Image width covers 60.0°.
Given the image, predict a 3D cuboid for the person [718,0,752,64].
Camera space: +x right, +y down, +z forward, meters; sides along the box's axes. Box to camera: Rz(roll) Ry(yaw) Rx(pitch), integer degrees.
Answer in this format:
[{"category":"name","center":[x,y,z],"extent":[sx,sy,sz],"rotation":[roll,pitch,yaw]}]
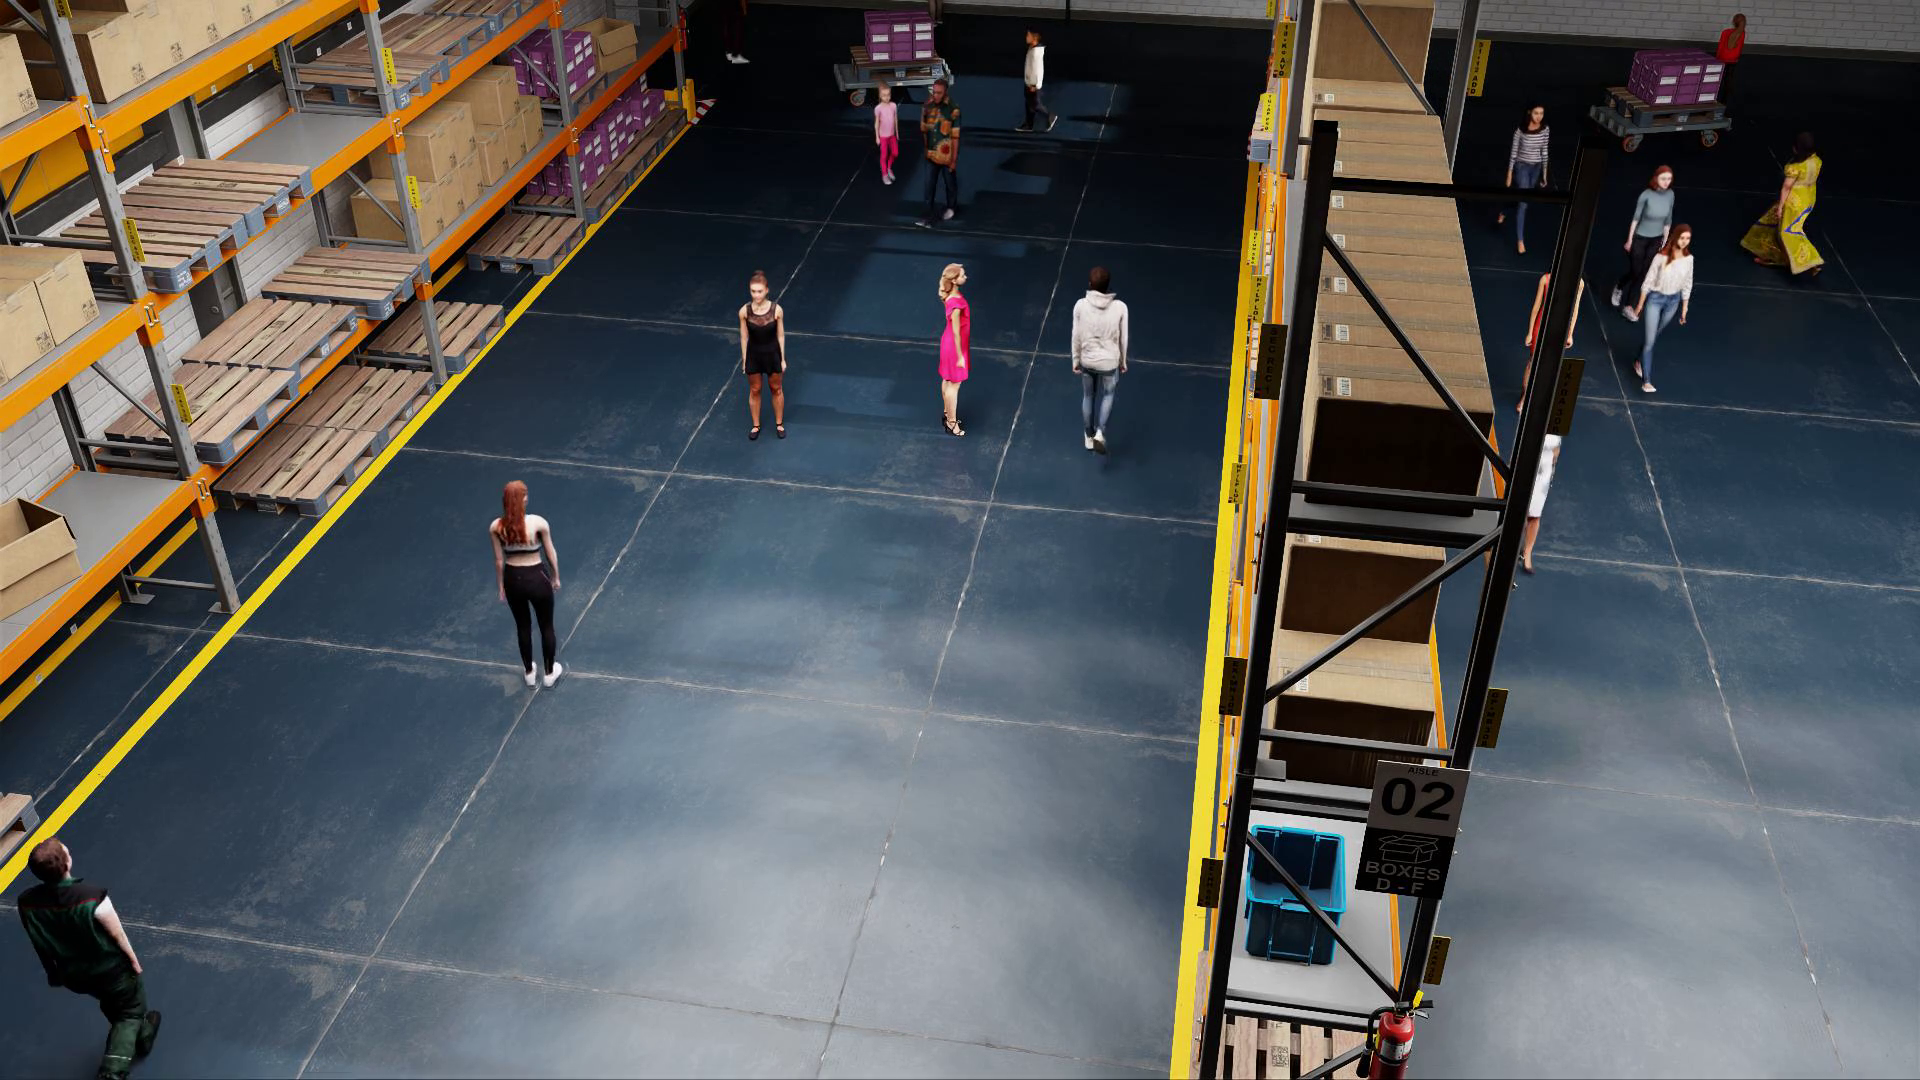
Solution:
[{"category":"person","center":[-3.506,-8.143,25.169],"extent":[0.874,1.759,0.810],"rotation":[13,36,18]}]

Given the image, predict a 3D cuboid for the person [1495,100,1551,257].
[{"category":"person","center":[6.535,-4.246,19.312],"extent":[0.896,1.754,1.191],"rotation":[-8,34,-12]}]

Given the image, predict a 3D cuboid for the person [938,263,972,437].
[{"category":"person","center":[-0.064,-1.811,15.671],"extent":[0.690,1.729,0.567],"rotation":[-4,34,-6]}]

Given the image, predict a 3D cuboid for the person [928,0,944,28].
[{"category":"person","center":[-0.436,-9.115,26.730],"extent":[0.724,1.650,0.602],"rotation":[21,39,28]}]

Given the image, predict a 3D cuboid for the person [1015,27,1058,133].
[{"category":"person","center":[1.060,-6.227,22.573],"extent":[0.784,1.441,0.811],"rotation":[-4,34,-5]}]

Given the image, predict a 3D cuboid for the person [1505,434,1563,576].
[{"category":"person","center":[4.699,-0.583,13.819],"extent":[0.762,1.733,0.990],"rotation":[-5,34,-7]}]

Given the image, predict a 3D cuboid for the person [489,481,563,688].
[{"category":"person","center":[-3.224,0.361,12.400],"extent":[0.642,1.732,0.626],"rotation":[-3,34,-5]}]

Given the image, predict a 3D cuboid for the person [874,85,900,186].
[{"category":"person","center":[-0.960,-5.182,21.162],"extent":[0.594,1.264,0.647],"rotation":[-17,37,-24]}]

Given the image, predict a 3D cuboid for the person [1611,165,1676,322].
[{"category":"person","center":[7.286,-3.201,17.757],"extent":[0.699,1.734,0.792],"rotation":[-6,34,-9]}]

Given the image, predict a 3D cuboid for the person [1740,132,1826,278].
[{"category":"person","center":[9.430,-3.691,18.608],"extent":[1.272,1.608,1.366],"rotation":[-18,38,-26]}]

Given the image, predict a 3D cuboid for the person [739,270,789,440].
[{"category":"person","center":[-1.833,-1.729,15.595],"extent":[0.632,1.675,0.629],"rotation":[-2,34,-3]}]

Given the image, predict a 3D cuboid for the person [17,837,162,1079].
[{"category":"person","center":[-4.839,2.410,9.240],"extent":[0.790,1.819,1.118],"rotation":[-1,34,-2]}]

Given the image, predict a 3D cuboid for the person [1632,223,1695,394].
[{"category":"person","center":[6.935,-2.367,16.536],"extent":[0.758,1.696,1.097],"rotation":[-1,34,-1]}]

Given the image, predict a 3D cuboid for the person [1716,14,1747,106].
[{"category":"person","center":[10.918,-6.846,23.650],"extent":[0.509,1.280,0.530],"rotation":[2,34,4]}]

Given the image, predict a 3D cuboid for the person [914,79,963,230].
[{"category":"person","center":[-0.171,-4.633,19.888],"extent":[0.893,1.761,1.218],"rotation":[14,36,20]}]

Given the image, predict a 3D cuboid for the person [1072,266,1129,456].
[{"category":"person","center":[1.264,-1.591,15.241],"extent":[0.698,1.837,0.931],"rotation":[4,34,6]}]

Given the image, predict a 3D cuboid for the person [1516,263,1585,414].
[{"category":"person","center":[5.691,-2.019,15.993],"extent":[0.589,1.719,0.496],"rotation":[5,34,8]}]
